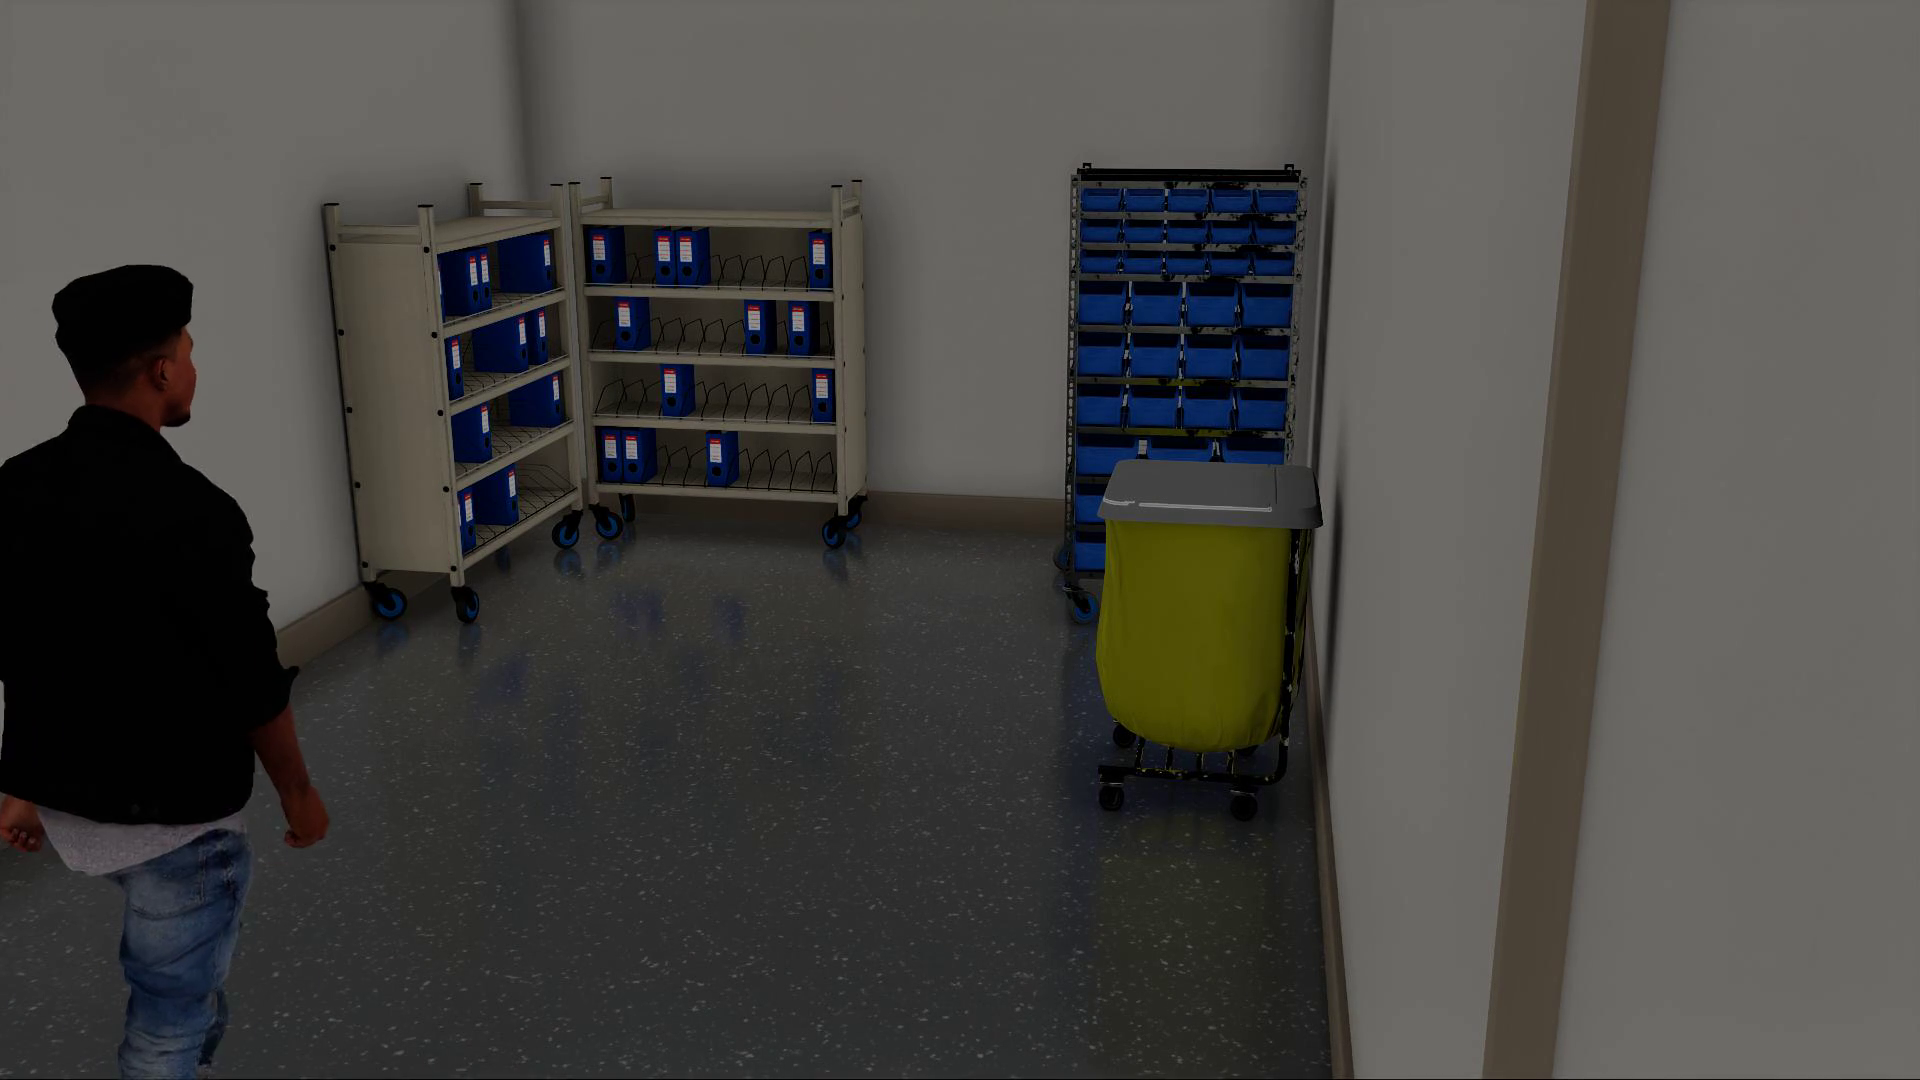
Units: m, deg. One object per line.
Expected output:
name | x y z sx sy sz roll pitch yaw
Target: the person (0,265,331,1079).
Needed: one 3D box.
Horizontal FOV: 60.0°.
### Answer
person | -1.482 0.454 2.875 0.770 1.780 0.870 9 18 29
